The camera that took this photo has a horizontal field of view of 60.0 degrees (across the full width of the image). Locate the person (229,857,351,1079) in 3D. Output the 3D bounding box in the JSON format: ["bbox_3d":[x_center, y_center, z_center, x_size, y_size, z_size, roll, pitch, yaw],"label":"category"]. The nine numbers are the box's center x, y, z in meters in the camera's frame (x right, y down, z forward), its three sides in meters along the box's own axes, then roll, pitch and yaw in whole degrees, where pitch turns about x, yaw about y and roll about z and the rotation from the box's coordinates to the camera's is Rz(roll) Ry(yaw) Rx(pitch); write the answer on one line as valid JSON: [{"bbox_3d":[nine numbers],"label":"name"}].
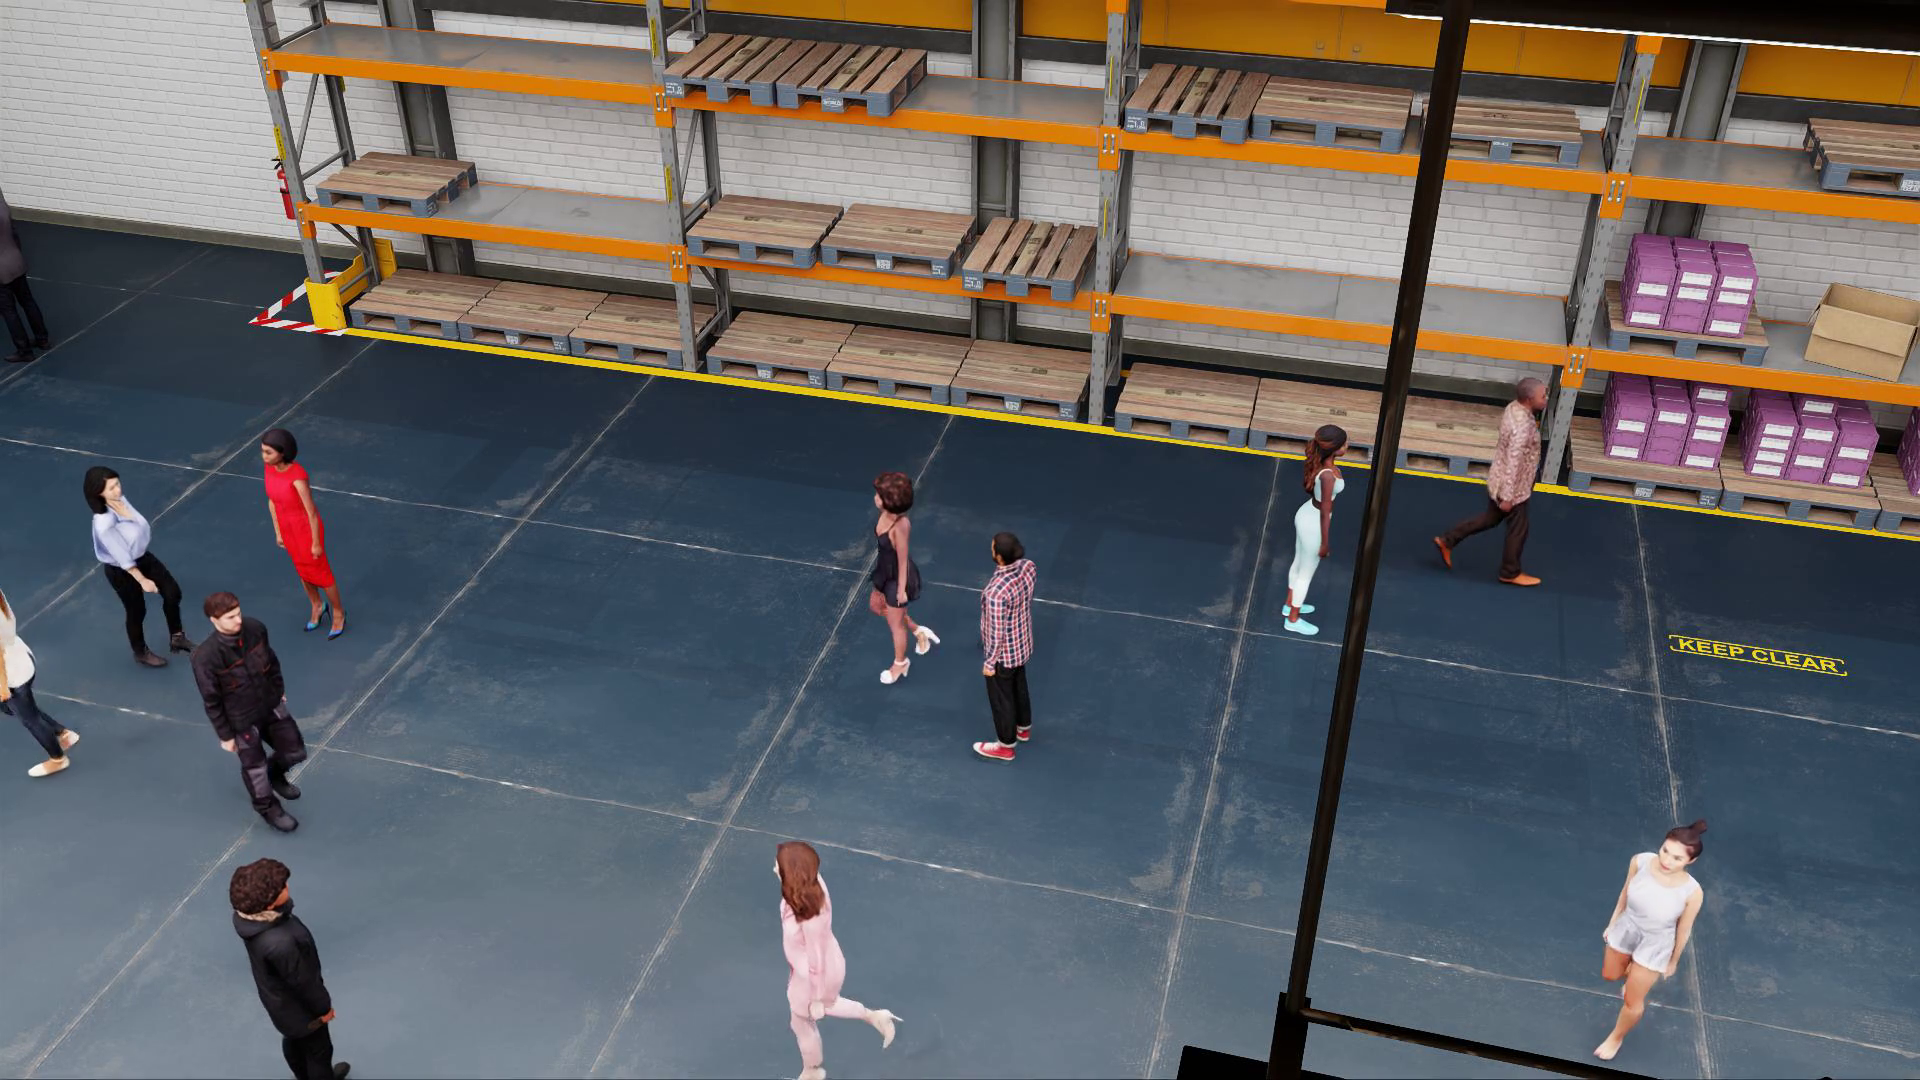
[{"bbox_3d":[-3.457,2.328,8.565,0.712,1.777,0.798,29,43,36],"label":"person"}]

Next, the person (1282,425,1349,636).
[{"bbox_3d":[2.605,-0.094,12.257,0.613,1.724,0.612,-1,34,-2],"label":"person"}]

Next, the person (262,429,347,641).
[{"bbox_3d":[-4.805,-0.043,12.163,0.528,1.743,0.687,18,37,25],"label":"person"}]

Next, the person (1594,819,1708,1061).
[{"bbox_3d":[3.760,2.125,9.034,0.874,1.595,0.841,-23,40,-31],"label":"person"}]

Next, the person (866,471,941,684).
[{"bbox_3d":[-0.370,0.256,11.685,0.870,1.775,0.780,-11,35,-16],"label":"person"}]

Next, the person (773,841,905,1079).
[{"bbox_3d":[-0.669,2.241,8.692,1.055,1.781,0.903,-8,34,-12],"label":"person"}]

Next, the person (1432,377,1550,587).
[{"bbox_3d":[4.121,-0.449,12.740,1.104,1.780,0.755,6,34,9],"label":"person"}]

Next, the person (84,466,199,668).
[{"bbox_3d":[-5.951,0.233,11.767,0.788,1.723,0.738,-1,34,-2],"label":"person"}]

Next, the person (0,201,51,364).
[{"bbox_3d":[-9.174,-2.611,15.937,0.606,1.842,0.718,6,34,9],"label":"person"}]

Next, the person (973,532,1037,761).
[{"bbox_3d":[0.313,0.689,11.045,0.660,1.761,0.750,17,37,23],"label":"person"}]

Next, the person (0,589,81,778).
[{"bbox_3d":[-6.086,0.810,10.852,0.800,1.774,0.748,-14,36,-20],"label":"person"}]

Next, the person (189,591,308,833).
[{"bbox_3d":[-4.513,1.048,10.441,0.794,1.832,0.816,18,38,25],"label":"person"}]
